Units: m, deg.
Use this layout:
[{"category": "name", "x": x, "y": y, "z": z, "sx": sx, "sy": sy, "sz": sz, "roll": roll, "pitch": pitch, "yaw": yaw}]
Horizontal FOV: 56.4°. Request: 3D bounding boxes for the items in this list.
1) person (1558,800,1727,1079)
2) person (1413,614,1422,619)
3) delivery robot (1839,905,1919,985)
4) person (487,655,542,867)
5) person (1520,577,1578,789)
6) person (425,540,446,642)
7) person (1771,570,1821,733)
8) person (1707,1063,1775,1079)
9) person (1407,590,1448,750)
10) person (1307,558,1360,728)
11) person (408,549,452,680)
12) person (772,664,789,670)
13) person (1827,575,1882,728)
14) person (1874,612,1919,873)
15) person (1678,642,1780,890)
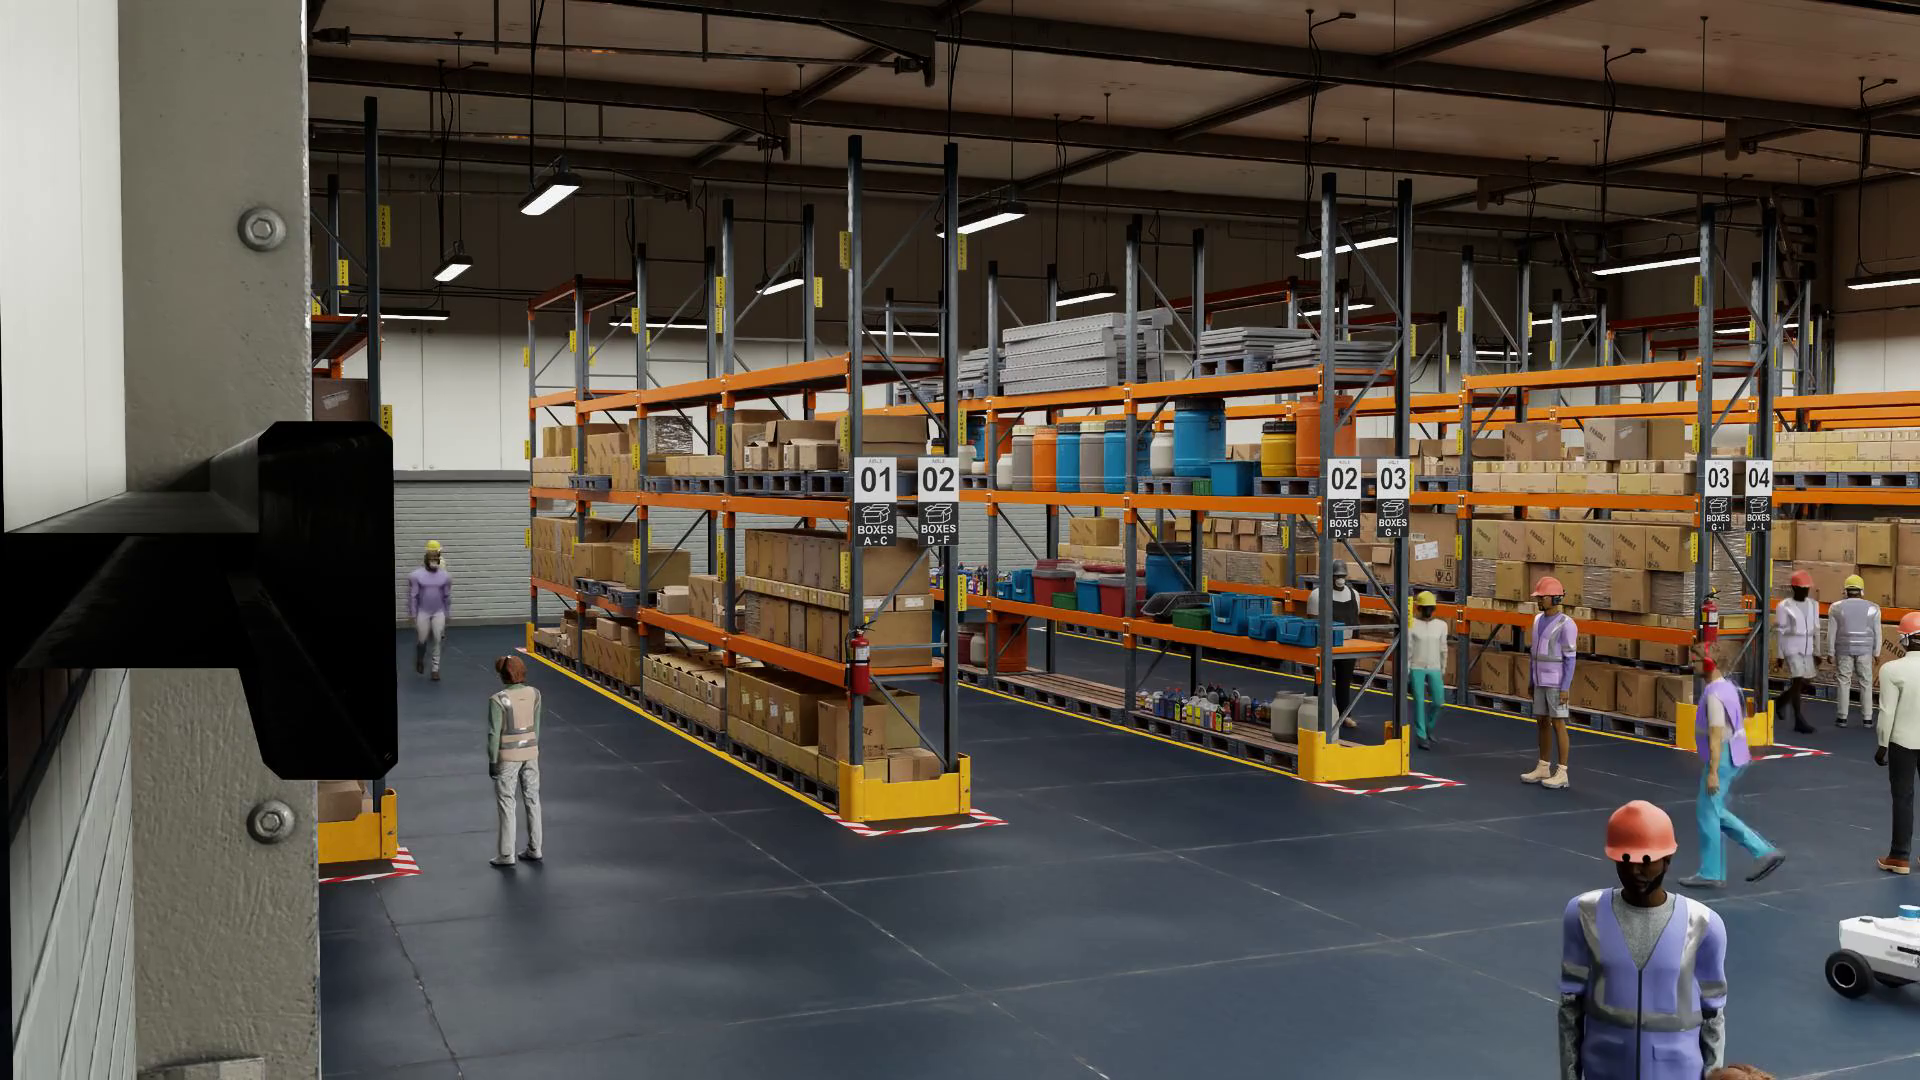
[{"category": "person", "x": 2.362, "y": 1.865, "z": 6.227, "sx": 0.551, "sy": 1.934, "sz": 0.372, "roll": 1, "pitch": 2, "yaw": 24}, {"category": "person", "x": 7.796, "y": 0.999, "z": 30.393, "sx": 0.602, "sy": 1.816, "sz": 0.696, "roll": -1, "pitch": 2, "yaw": -22}, {"category": "delivery robot", "x": 5.491, "y": 2.362, "z": 10.368, "sx": 0.477, "sy": 0.478, "sz": 0.707, "roll": -1, "pitch": 2, "yaw": -31}, {"category": "person", "x": -3.483, "y": 1.719, "z": 14.012, "sx": 0.312, "sy": 1.632, "sz": 0.513, "roll": 2, "pitch": 3, "yaw": 36}, {"category": "person", "x": 5.742, "y": 1.381, "z": 17.481, "sx": 0.378, "sy": 2.045, "sz": 0.605, "roll": -1, "pitch": 2, "yaw": -18}, {"category": "person", "x": -9.484, "y": 0.916, "z": 32.348, "sx": 0.403, "sy": 1.833, "sz": 0.586, "roll": -1, "pitch": 3, "yaw": -30}, {"category": "person", "x": 9.899, "y": 1.298, "z": 21.283, "sx": 0.567, "sy": 1.917, "sz": 0.701, "roll": -1, "pitch": 2, "yaw": -16}, {"category": "person", "x": 1.965, "y": 2.095, "z": 4.323, "sx": 0.508, "sy": 1.615, "sz": 0.540, "roll": 0, "pitch": 2, "yaw": -13}, {"category": "person", "x": 5.161, "y": 1.433, "z": 19.877, "sx": 0.530, "sy": 1.755, "sz": 0.401, "roll": 0, "pitch": 2, "yaw": -2}, {"category": "person", "x": 4.519, "y": 1.253, "z": 21.413, "sx": 0.684, "sy": 2.000, "sz": 0.535, "roll": -1, "pitch": 2, "yaw": -17}, {"category": "person", "x": -7.828, "y": 1.095, "z": 26.468, "sx": 0.647, "sy": 1.925, "sz": 0.512, "roll": -1, "pitch": 2, "yaw": -27}, {"category": "person", "x": -2.515, "y": 1.117, "z": 25.524, "sx": 0.648, "sy": 1.949, "sz": 0.425, "roll": -1, "pitch": 2, "yaw": -14}, {"category": "person", "x": 10.742, "y": 1.331, "z": 21.532, "sx": 0.598, "sy": 1.828, "sz": 0.403, "roll": 1, "pitch": 2, "yaw": 19}, {"category": "person", "x": 7.331, "y": 1.548, "z": 13.753, "sx": 0.612, "sy": 1.995, "sz": 0.378, "roll": 0, "pitch": 2, "yaw": -4}, {"category": "person", "x": 5.646, "y": 1.658, "z": 13.165, "sx": 0.580, "sy": 1.820, "sz": 0.613, "roll": 1, "pitch": 2, "yaw": 28}]
